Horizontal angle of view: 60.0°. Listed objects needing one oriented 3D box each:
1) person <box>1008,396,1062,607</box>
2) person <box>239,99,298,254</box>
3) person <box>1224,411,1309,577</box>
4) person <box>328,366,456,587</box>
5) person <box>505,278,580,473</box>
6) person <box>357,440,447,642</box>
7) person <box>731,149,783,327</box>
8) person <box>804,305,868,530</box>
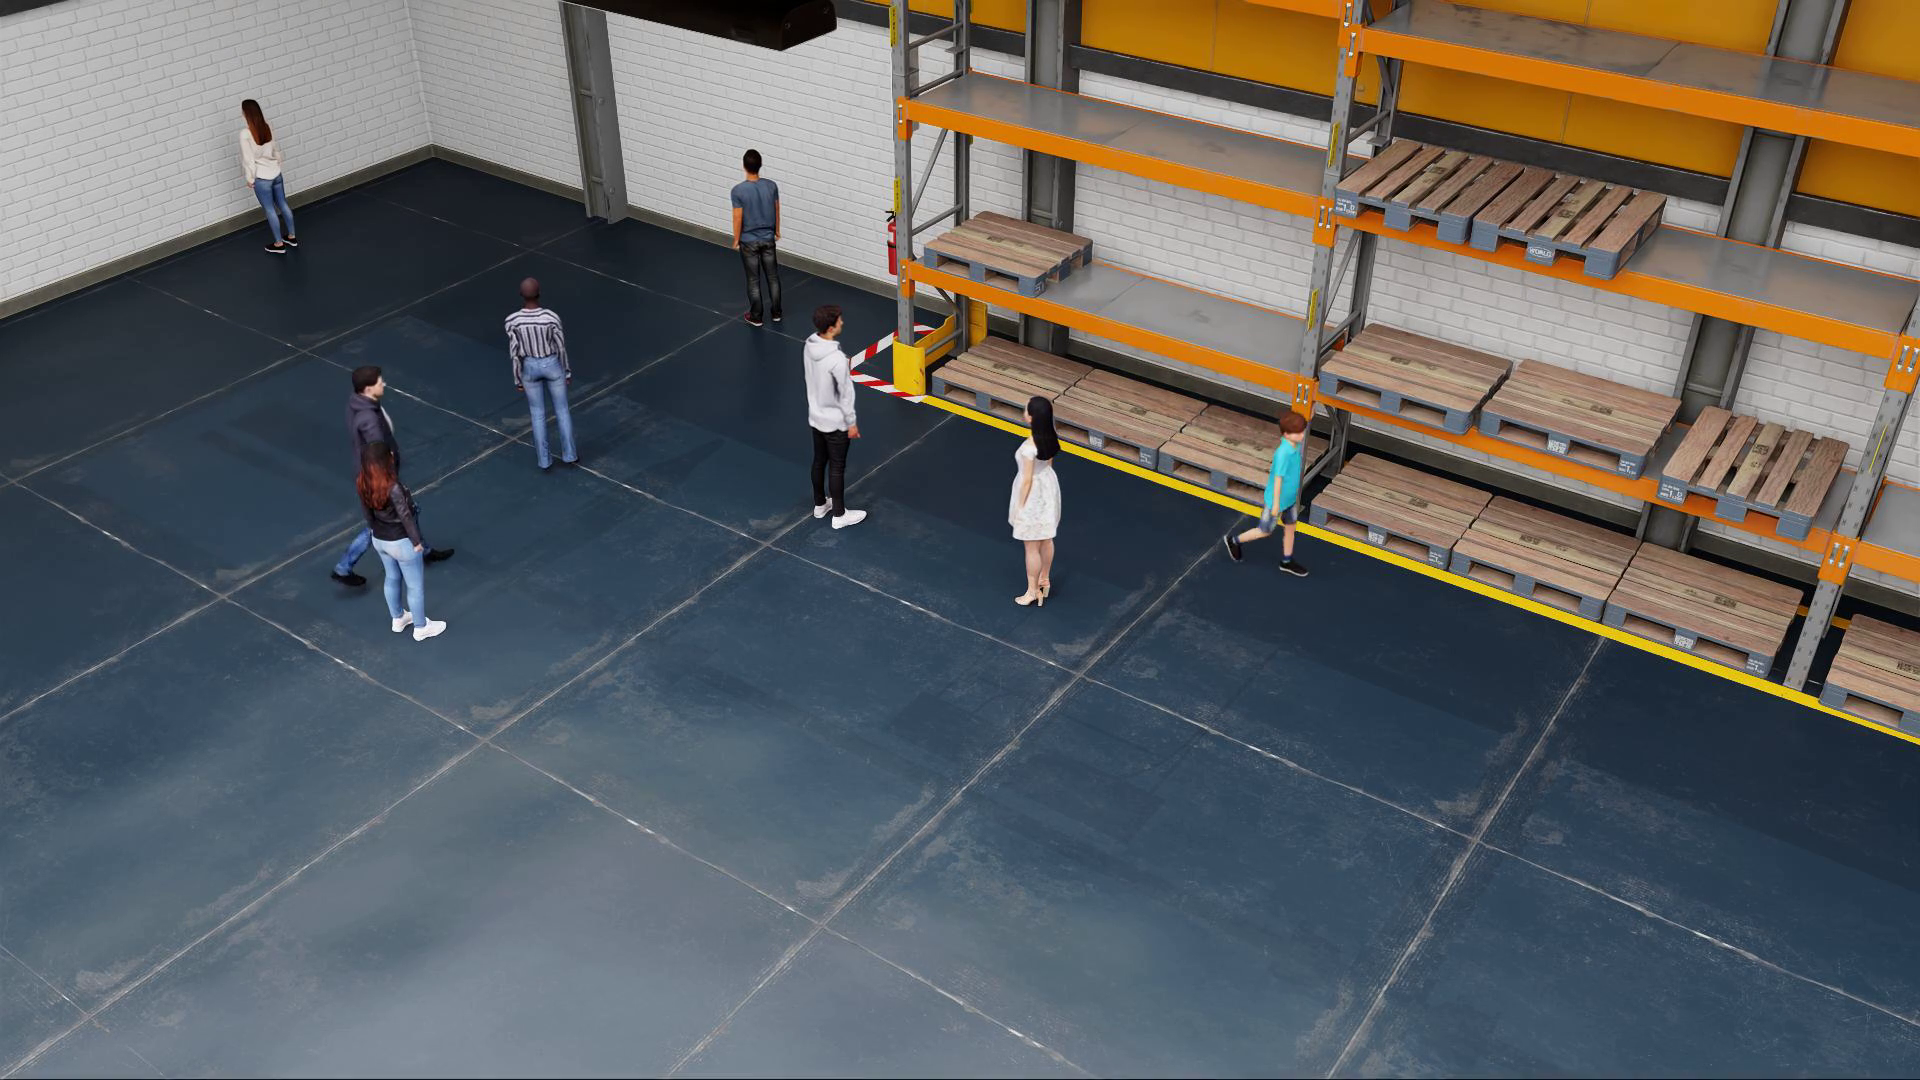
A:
[{"bbox_3d":[0.571,-0.290,12.483,0.631,1.775,0.647,19,38,26],"label":"person"},{"bbox_3d":[-7.542,-3.967,18.090,0.597,1.692,0.650,15,36,21],"label":"person"},{"bbox_3d":[2.428,-0.380,12.931,0.902,1.429,0.533,20,39,28],"label":"person"},{"bbox_3d":[-4.513,-0.428,12.625,1.126,1.848,1.242,-16,37,-22],"label":"person"},{"bbox_3d":[-3.536,-1.393,14.123,0.695,1.796,0.748,-7,34,-10],"label":"person"},{"bbox_3d":[-4.135,-0.010,12.189,0.500,1.634,0.709,19,38,26],"label":"person"},{"bbox_3d":[-2.007,-3.005,16.535,0.725,1.810,0.709,-16,37,-23],"label":"person"},{"bbox_3d":[-1.059,-1.006,13.422,0.788,1.929,0.582,-27,42,-35],"label":"person"}]
